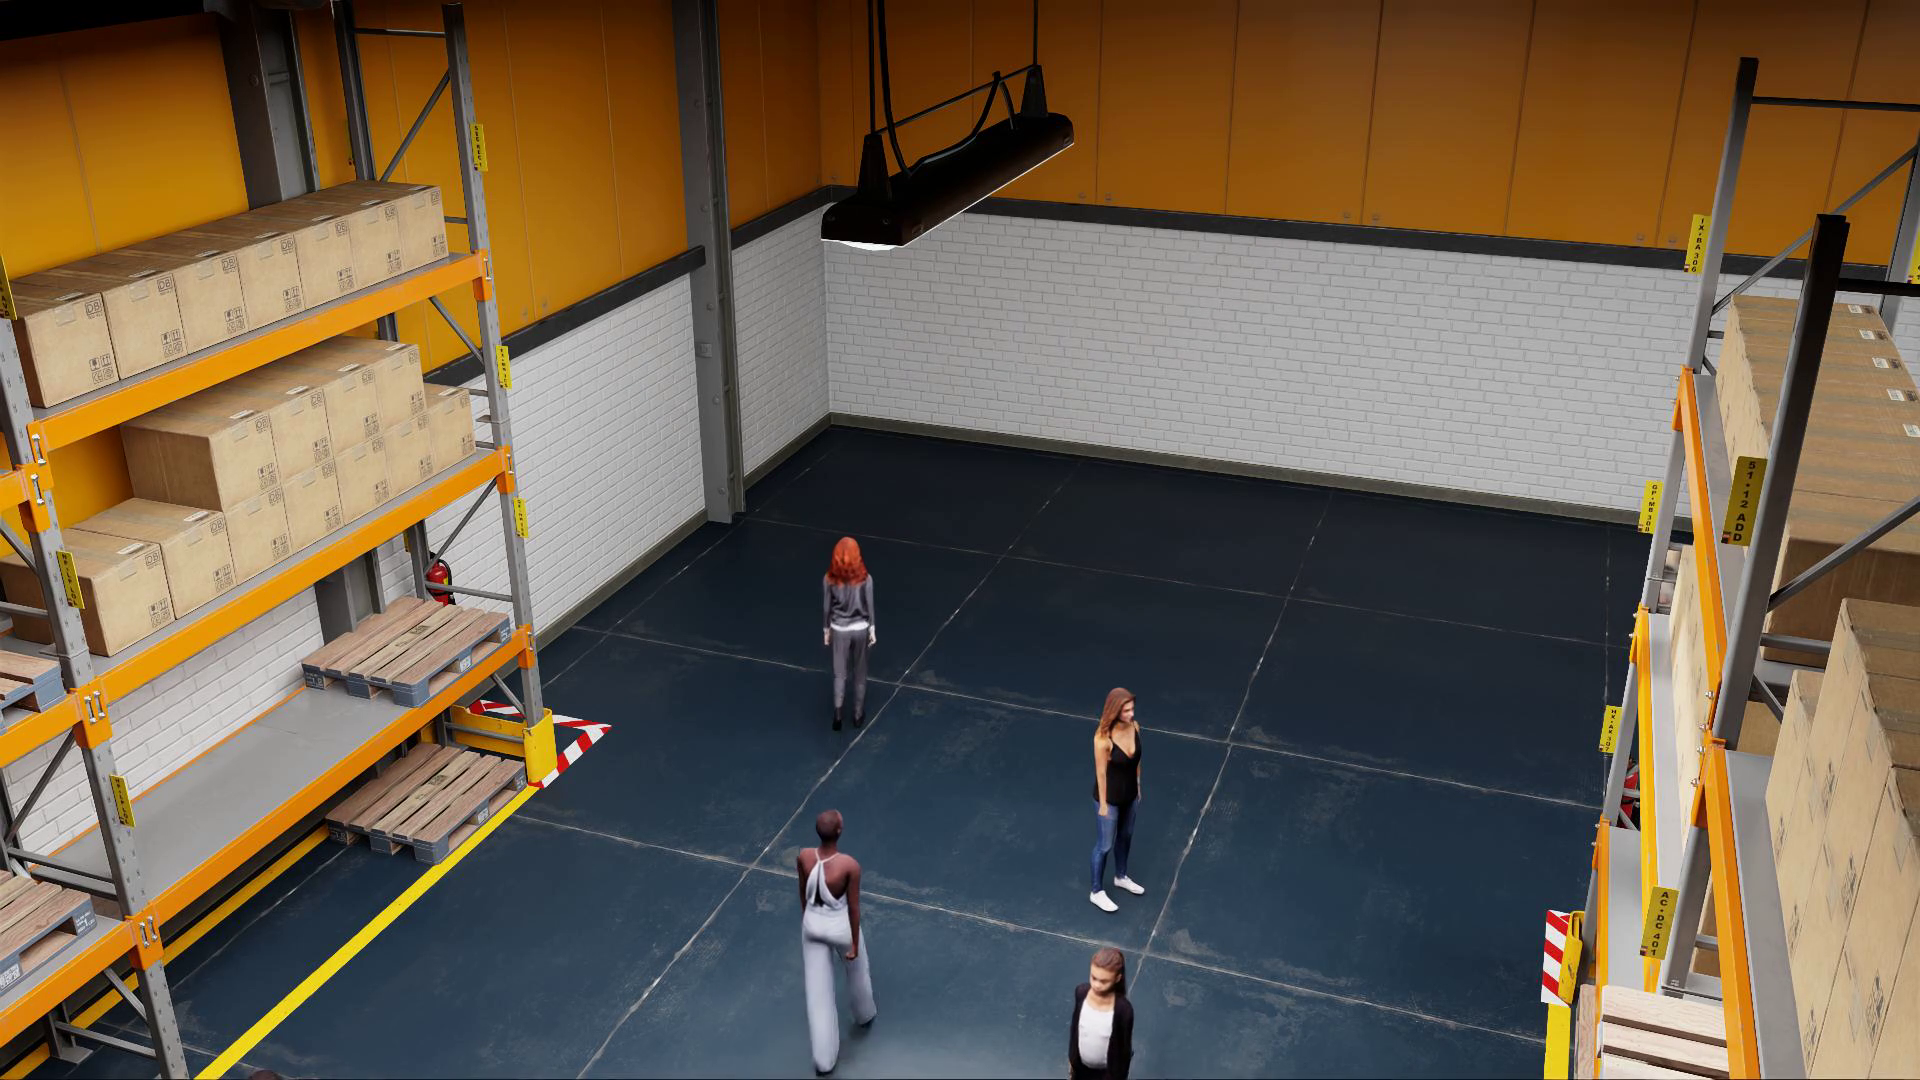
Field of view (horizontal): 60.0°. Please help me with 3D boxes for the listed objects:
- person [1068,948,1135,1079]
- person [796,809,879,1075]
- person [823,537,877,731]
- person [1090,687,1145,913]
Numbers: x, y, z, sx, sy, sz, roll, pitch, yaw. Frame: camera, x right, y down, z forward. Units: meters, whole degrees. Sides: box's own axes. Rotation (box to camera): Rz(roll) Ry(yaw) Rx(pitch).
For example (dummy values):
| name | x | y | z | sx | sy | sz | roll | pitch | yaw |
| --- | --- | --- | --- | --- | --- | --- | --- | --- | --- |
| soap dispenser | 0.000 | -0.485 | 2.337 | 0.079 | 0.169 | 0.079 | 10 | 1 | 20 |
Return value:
| name | x | y | z | sx | sy | sz | roll | pitch | yaw |
| --- | --- | --- | --- | --- | --- | --- | --- | --- | --- |
| person | 0.820 | 2.899 | 9.356 | 0.607 | 1.547 | 0.675 | 14 | 27 | 29 |
| person | -0.821 | 2.469 | 10.079 | 0.649 | 1.756 | 0.930 | 6 | 24 | 12 |
| person | -0.923 | 0.833 | 13.813 | 0.724 | 1.763 | 0.899 | 2 | 24 | 4 |
| person | 1.097 | 1.785 | 11.687 | 0.599 | 1.723 | 0.709 | -21 | 31 | -39 |
